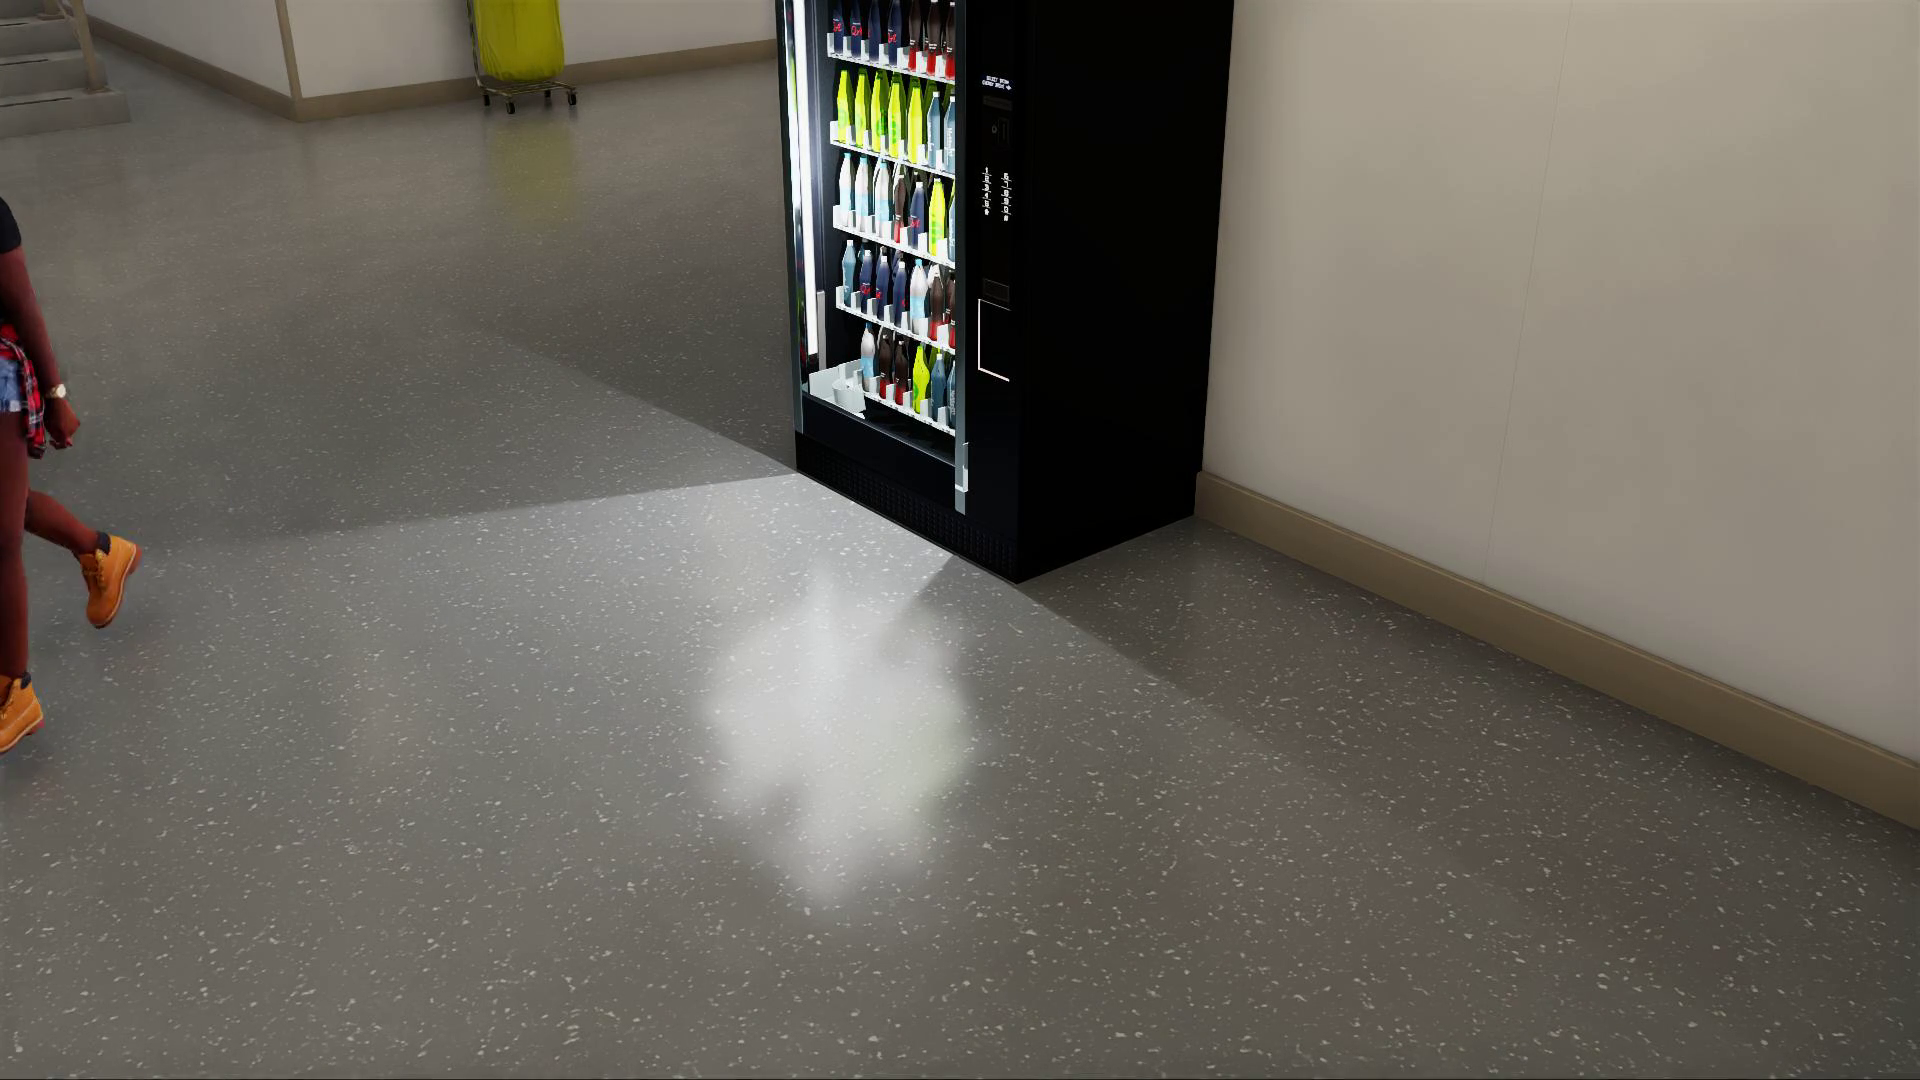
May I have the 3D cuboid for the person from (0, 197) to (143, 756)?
[{"bbox_3d":[-2.513,-0.359,4.364,1.153,1.686,1.164,4,26,9],"label":"person"}]
